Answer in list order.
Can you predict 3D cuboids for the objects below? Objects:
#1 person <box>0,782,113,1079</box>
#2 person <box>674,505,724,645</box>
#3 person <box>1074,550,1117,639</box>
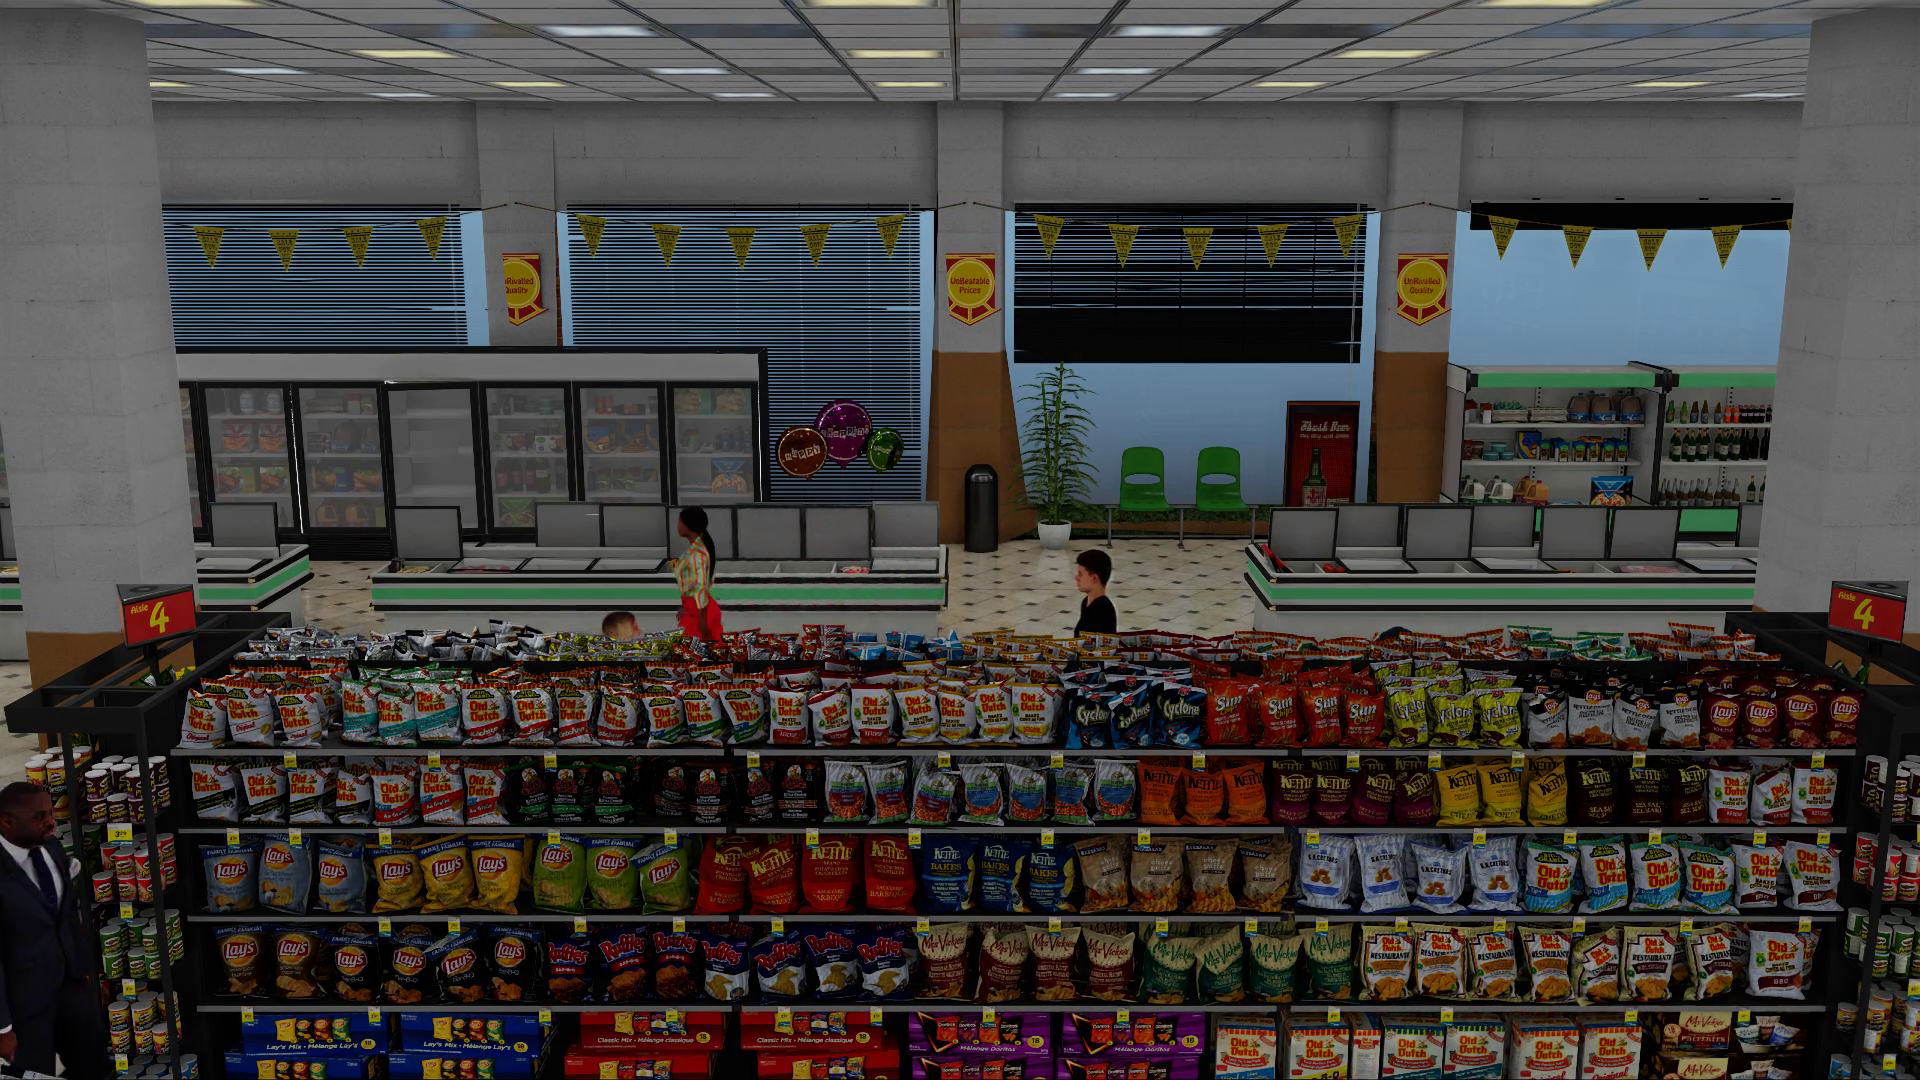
[{"bbox_3d":[-3.734,1.809,6.599,0.773,1.810,0.783,2,12,11],"label":"person"},{"bbox_3d":[-1.826,0.643,12.305,1.137,1.740,0.599,0,12,2],"label":"person"},{"bbox_3d":[0.851,0.969,10.465,0.712,1.861,0.724,-2,12,-9],"label":"person"}]
